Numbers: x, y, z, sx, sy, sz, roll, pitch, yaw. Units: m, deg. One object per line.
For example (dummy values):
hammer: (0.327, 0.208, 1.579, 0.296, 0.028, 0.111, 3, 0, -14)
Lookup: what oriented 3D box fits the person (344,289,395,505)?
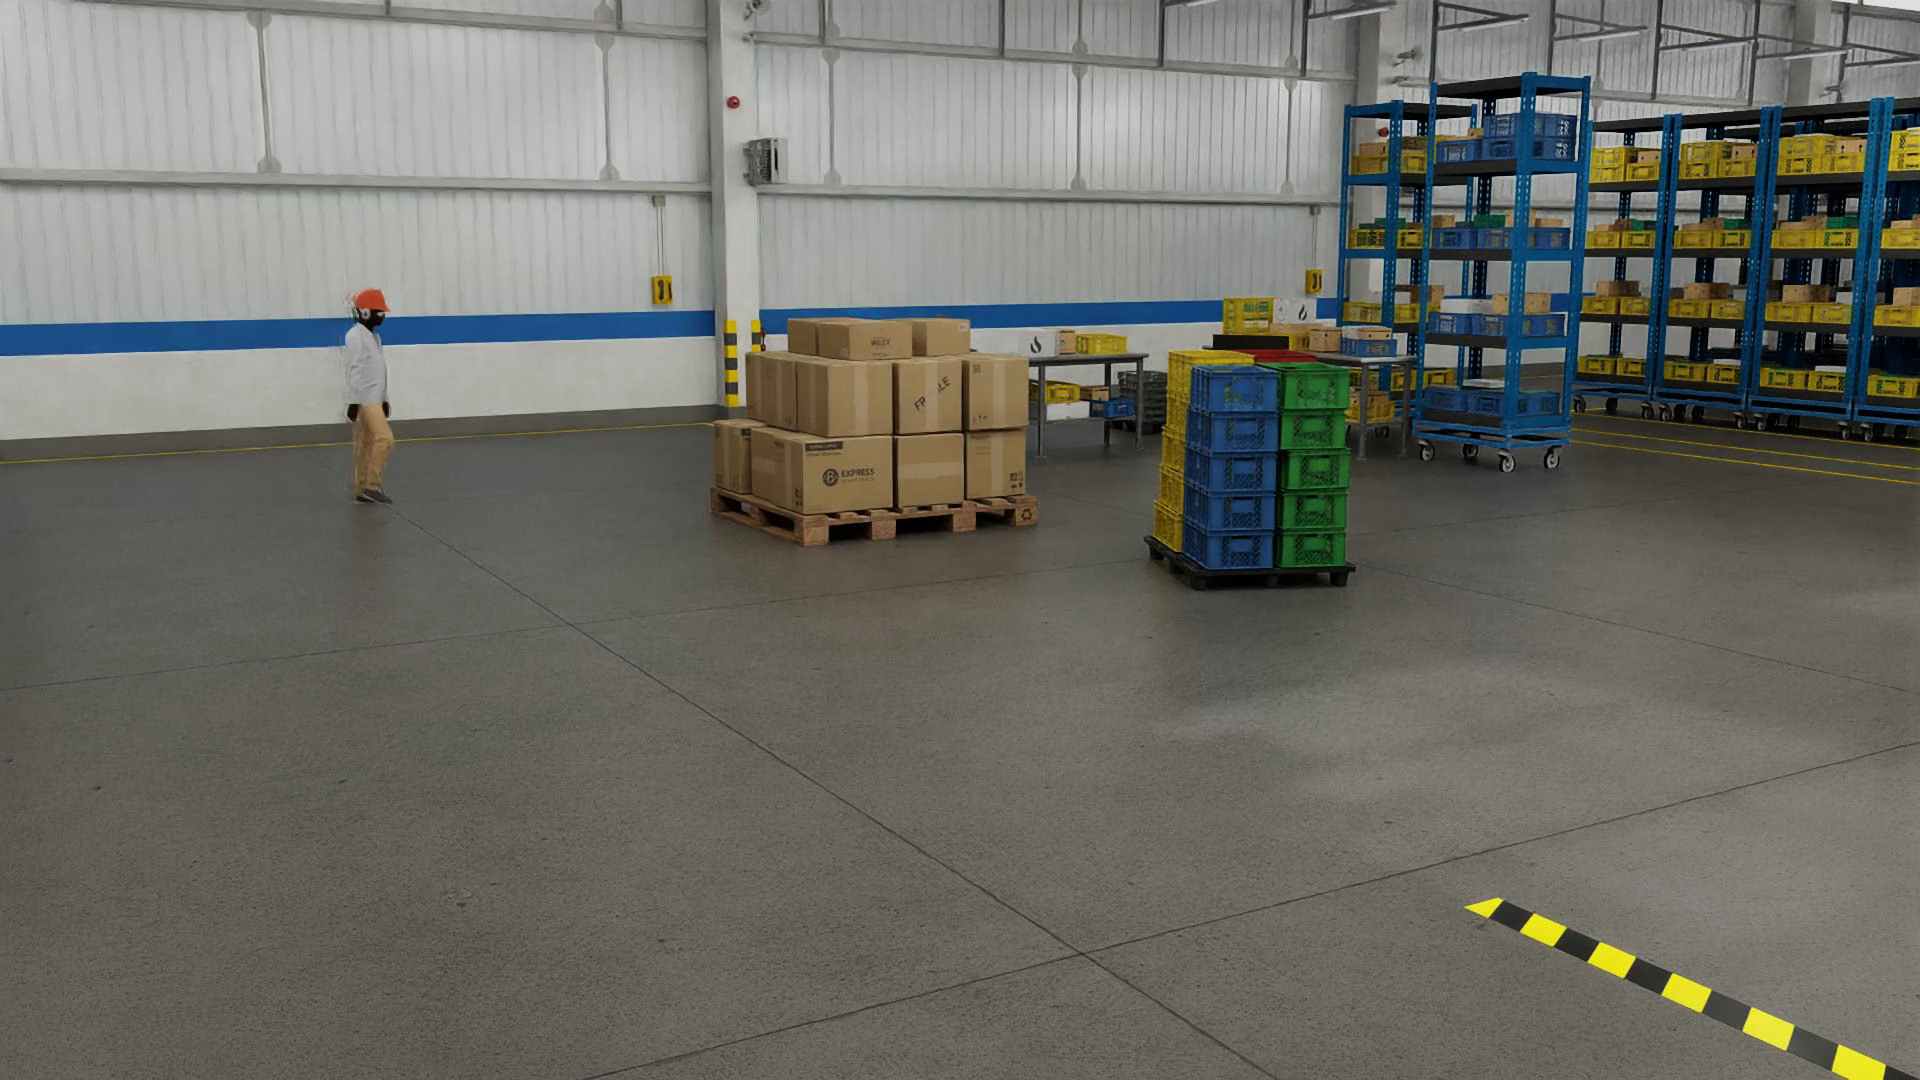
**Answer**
person: (-4.686, -1.137, 13.338, 0.514, 1.730, 0.579, -1, 10, -4)
